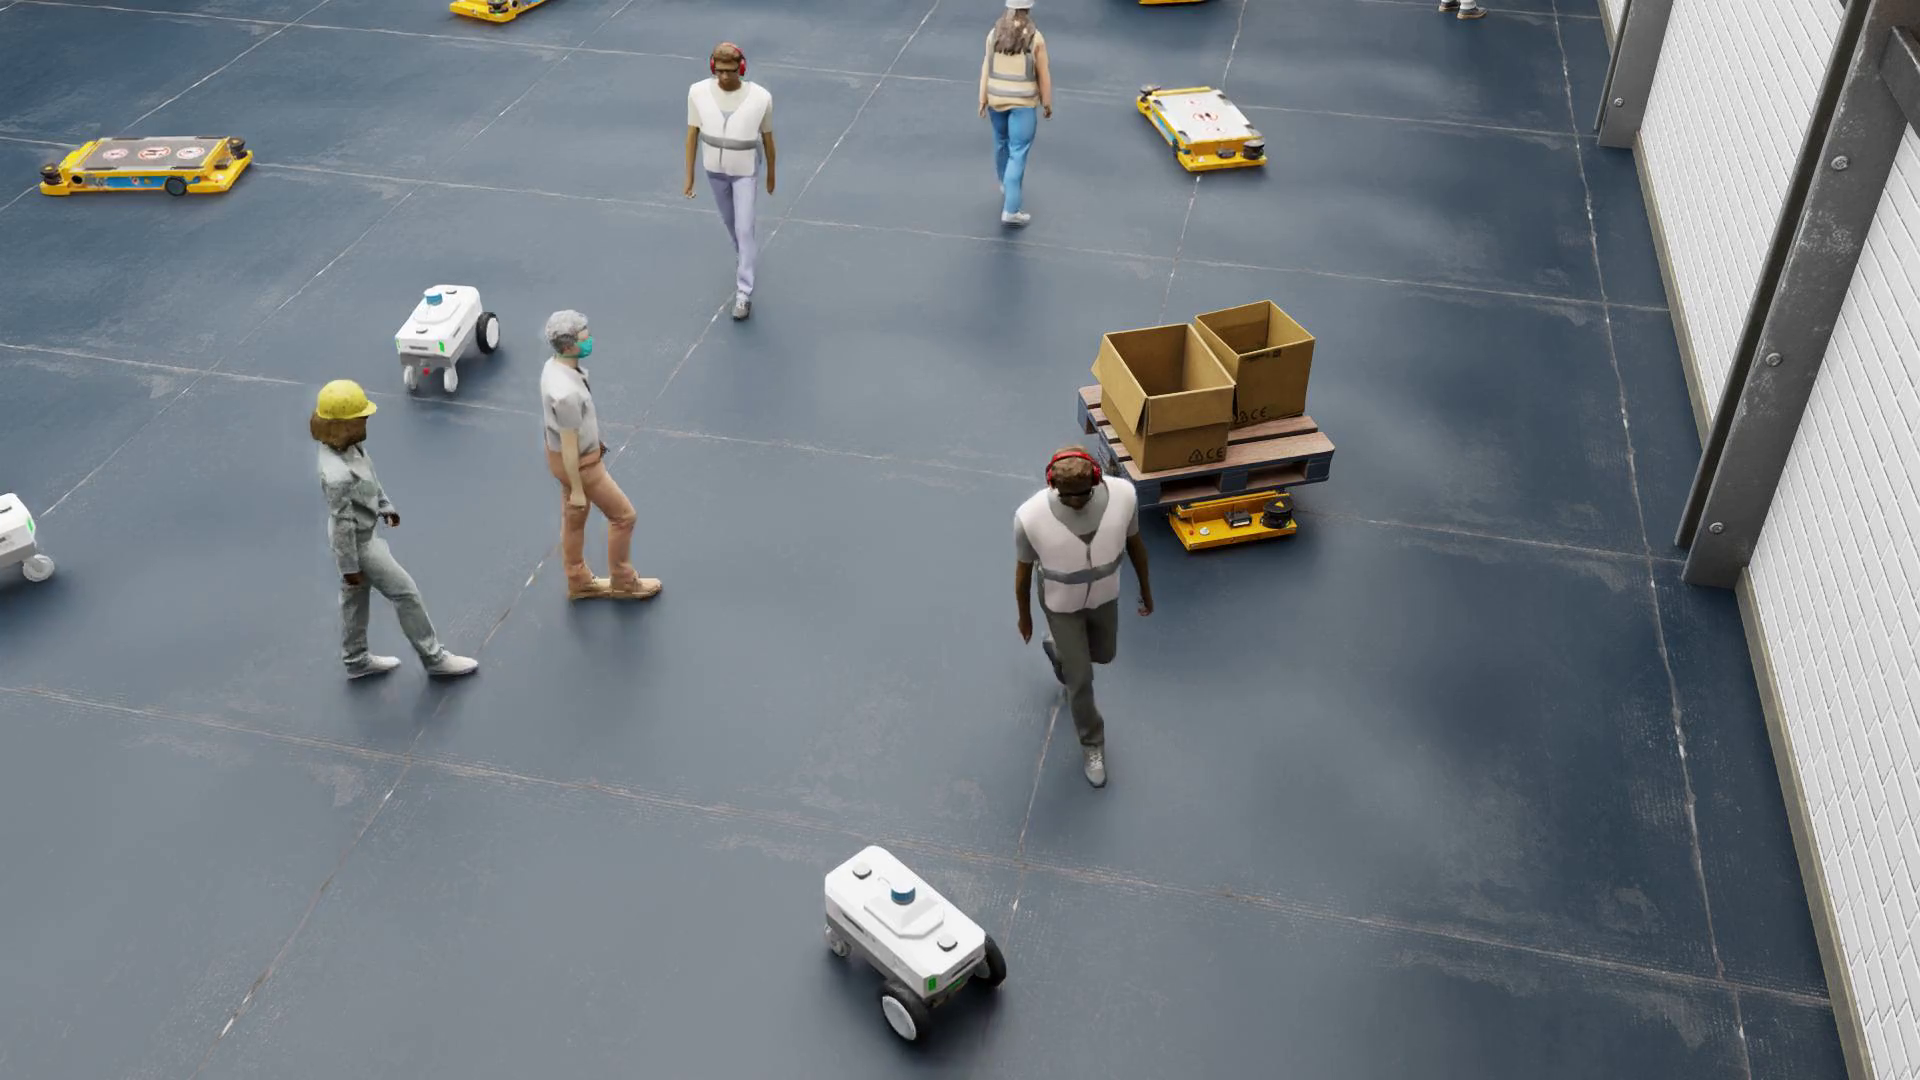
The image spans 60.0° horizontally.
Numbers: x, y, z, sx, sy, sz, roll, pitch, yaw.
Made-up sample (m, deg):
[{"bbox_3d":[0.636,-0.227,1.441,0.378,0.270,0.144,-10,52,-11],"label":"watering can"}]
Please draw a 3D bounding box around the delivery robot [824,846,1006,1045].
[{"bbox_3d":[-0.218,1.607,6.810,0.499,0.572,0.747,-30,46,-33],"label":"delivery robot"}]

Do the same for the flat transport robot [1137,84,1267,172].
[{"bbox_3d":[1.995,-3.450,13.835,0.659,0.231,1.431,-7,37,-10],"label":"flat transport robot"}]

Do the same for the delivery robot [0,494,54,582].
[{"bbox_3d":[-5.343,0.080,8.887,0.815,0.612,0.499,-29,46,-33],"label":"delivery robot"}]

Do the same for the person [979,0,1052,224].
[{"bbox_3d":[0.394,-3.248,12.381,0.535,1.681,0.817,10,38,13],"label":"person"}]

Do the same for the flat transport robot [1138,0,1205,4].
[{"bbox_3d":[2.011,-5.801,16.982,0.659,0.231,1.431,-5,37,-7],"label":"flat transport robot"}]

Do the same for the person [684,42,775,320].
[{"bbox_3d":[-1.542,-2.491,11.278,0.581,1.795,0.937,6,37,7],"label":"person"}]

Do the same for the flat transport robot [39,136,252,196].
[{"bbox_3d":[-6.445,-2.962,13.182,1.431,0.231,0.659,-1,37,-2],"label":"flat transport robot"}]

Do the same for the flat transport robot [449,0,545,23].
[{"bbox_3d":[-4.354,-5.504,16.584,0.659,0.231,1.431,18,41,23],"label":"flat transport robot"}]

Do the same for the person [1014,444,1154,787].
[{"bbox_3d":[0.527,0.231,7.626,0.661,1.799,0.774,-13,39,-17],"label":"person"}]

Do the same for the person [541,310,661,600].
[{"bbox_3d":[-1.851,-0.413,8.550,0.633,1.726,0.512,-11,38,-14],"label":"person"}]

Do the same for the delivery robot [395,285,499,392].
[{"bbox_3d":[-3.358,-1.356,10.810,0.499,0.613,0.796,4,37,5],"label":"delivery robot"}]

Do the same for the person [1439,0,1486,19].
[{"bbox_3d":[4.913,-5.943,15.823,0.341,1.882,0.584,-19,41,-24],"label":"person"}]

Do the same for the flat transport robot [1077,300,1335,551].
[{"bbox_3d":[1.396,-0.455,9.828,0.659,0.231,1.431,-9,38,-12],"label":"flat transport robot"}]

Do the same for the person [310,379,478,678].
[{"bbox_3d":[-2.793,-0.032,8.048,0.769,1.709,0.503,-10,38,-13],"label":"person"}]
